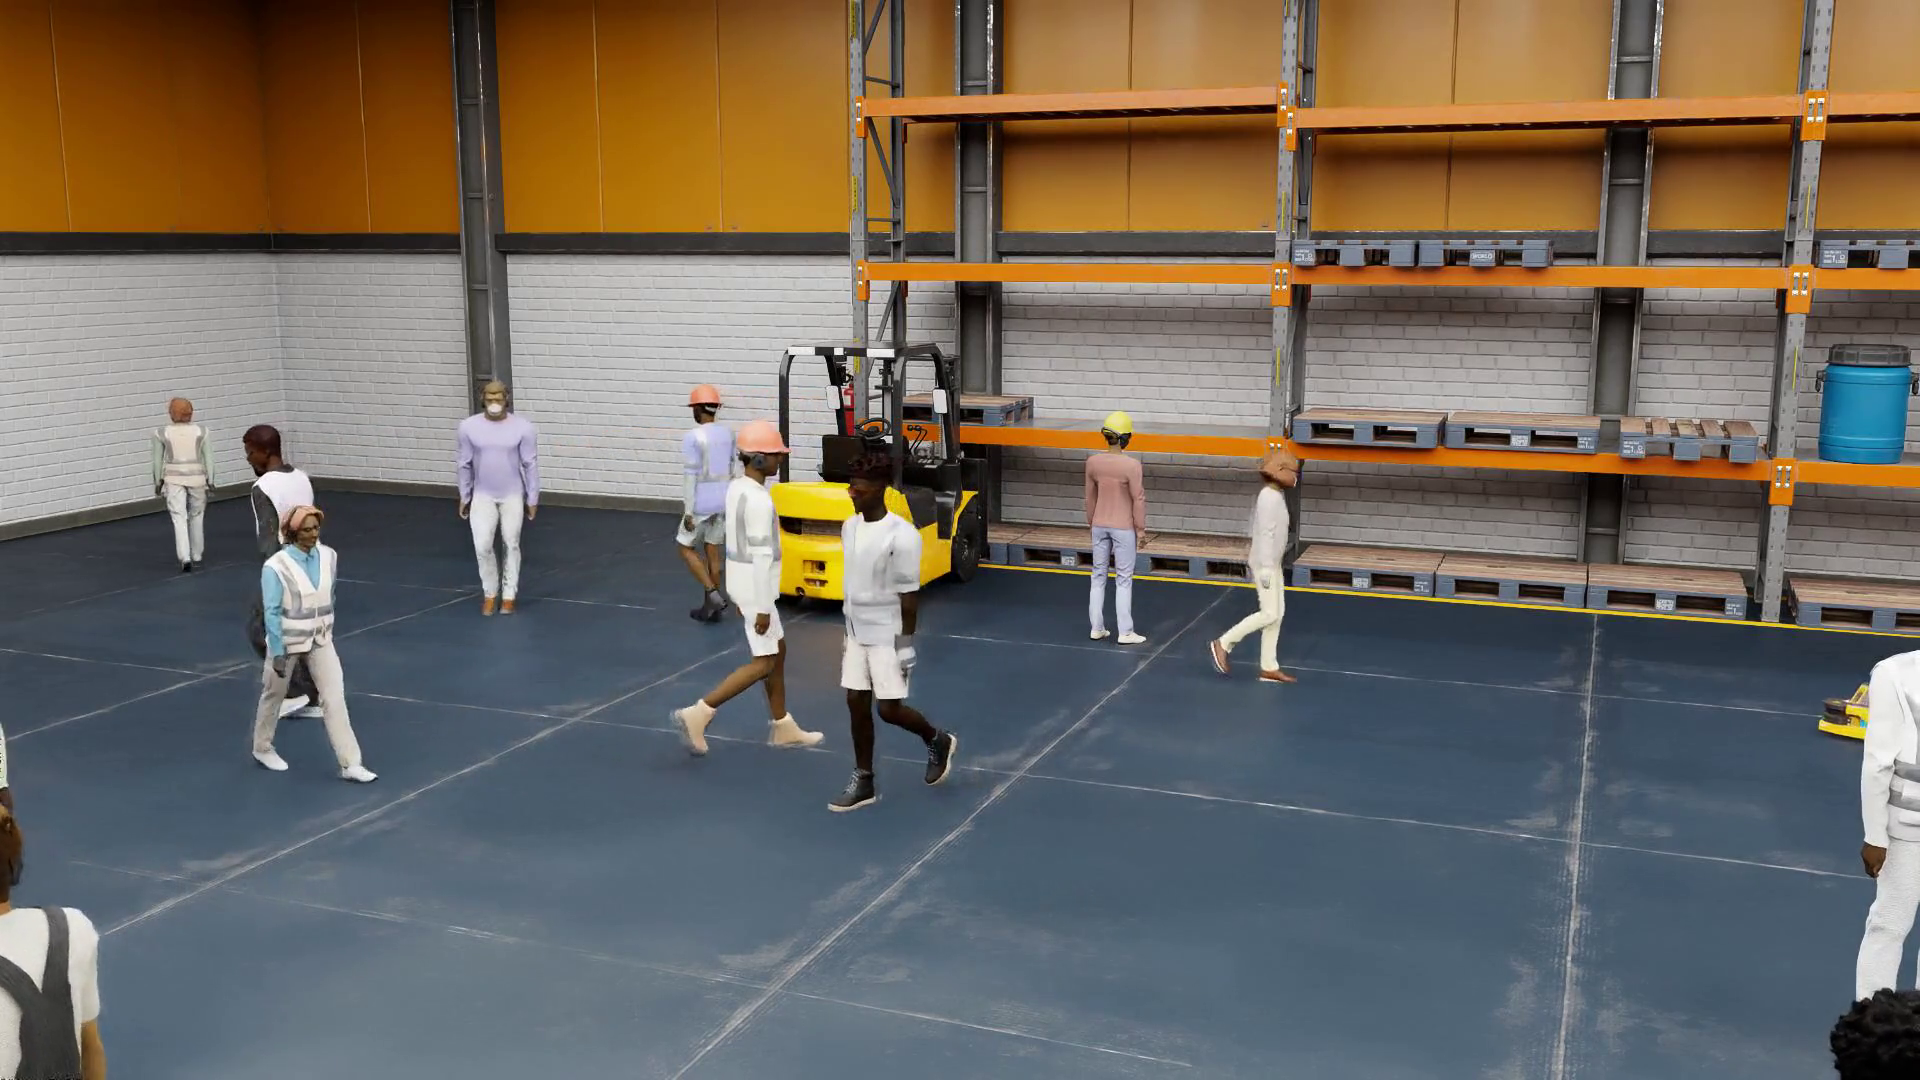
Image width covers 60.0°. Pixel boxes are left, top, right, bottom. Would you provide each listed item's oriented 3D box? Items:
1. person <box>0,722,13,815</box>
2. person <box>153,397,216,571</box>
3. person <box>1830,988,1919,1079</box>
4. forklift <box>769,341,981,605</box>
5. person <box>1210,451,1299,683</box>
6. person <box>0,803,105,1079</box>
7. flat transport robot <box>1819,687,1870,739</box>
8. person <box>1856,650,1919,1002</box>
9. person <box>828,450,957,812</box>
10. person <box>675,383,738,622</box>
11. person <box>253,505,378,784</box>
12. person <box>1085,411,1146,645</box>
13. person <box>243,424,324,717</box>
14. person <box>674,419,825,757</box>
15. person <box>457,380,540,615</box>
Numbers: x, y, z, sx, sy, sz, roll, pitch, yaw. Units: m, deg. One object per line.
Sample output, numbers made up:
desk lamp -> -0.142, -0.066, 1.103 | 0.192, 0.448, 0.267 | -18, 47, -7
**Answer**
person -> -4.111, 0.978, 6.568 | 0.611, 1.781, 0.925 | -8, 13, -38
person -> -7.217, -0.531, 15.487 | 0.525, 1.602, 0.821 | -5, 11, -26
person -> 1.667, 1.642, 3.170 | 0.327, 1.687, 0.537 | 7, 12, 33
forklift -> -0.739, -0.602, 14.246 | 1.214, 2.155, 2.313 | 4, 11, 21
person -> 2.071, 0.184, 11.471 | 0.510, 1.608, 0.551 | 4, 11, 21
person -> -2.130, 1.465, 3.737 | 0.396, 1.851, 0.526 | 2, 10, 13
flat transport robot -> 6.045, 1.112, 10.054 | 1.431, 0.197, 0.652 | 7, 12, 35
person -> 3.503, 1.041, 5.956 | 0.574, 1.886, 0.356 | -1, 10, -6
person -> -0.382, 0.476, 8.924 | 0.669, 1.951, 0.607 | -9, 13, -40
person -> -2.014, -0.288, 13.264 | 0.410, 1.918, 0.548 | 8, 13, 37
person -> -3.725, 0.577, 9.374 | 0.907, 1.585, 0.526 | 6, 12, 30
person -> 1.181, -0.088, 12.580 | 0.525, 1.769, 0.309 | 8, 13, 38
person -> -4.291, 0.211, 10.548 | 0.513, 1.889, 0.644 | 1, 10, 5
person -> -1.240, 0.296, 9.747 | 0.873, 2.018, 0.624 | -4, 11, -19
person -> -3.731, -0.325, 13.455 | 0.660, 1.921, 0.547 | -2, 10, -10
